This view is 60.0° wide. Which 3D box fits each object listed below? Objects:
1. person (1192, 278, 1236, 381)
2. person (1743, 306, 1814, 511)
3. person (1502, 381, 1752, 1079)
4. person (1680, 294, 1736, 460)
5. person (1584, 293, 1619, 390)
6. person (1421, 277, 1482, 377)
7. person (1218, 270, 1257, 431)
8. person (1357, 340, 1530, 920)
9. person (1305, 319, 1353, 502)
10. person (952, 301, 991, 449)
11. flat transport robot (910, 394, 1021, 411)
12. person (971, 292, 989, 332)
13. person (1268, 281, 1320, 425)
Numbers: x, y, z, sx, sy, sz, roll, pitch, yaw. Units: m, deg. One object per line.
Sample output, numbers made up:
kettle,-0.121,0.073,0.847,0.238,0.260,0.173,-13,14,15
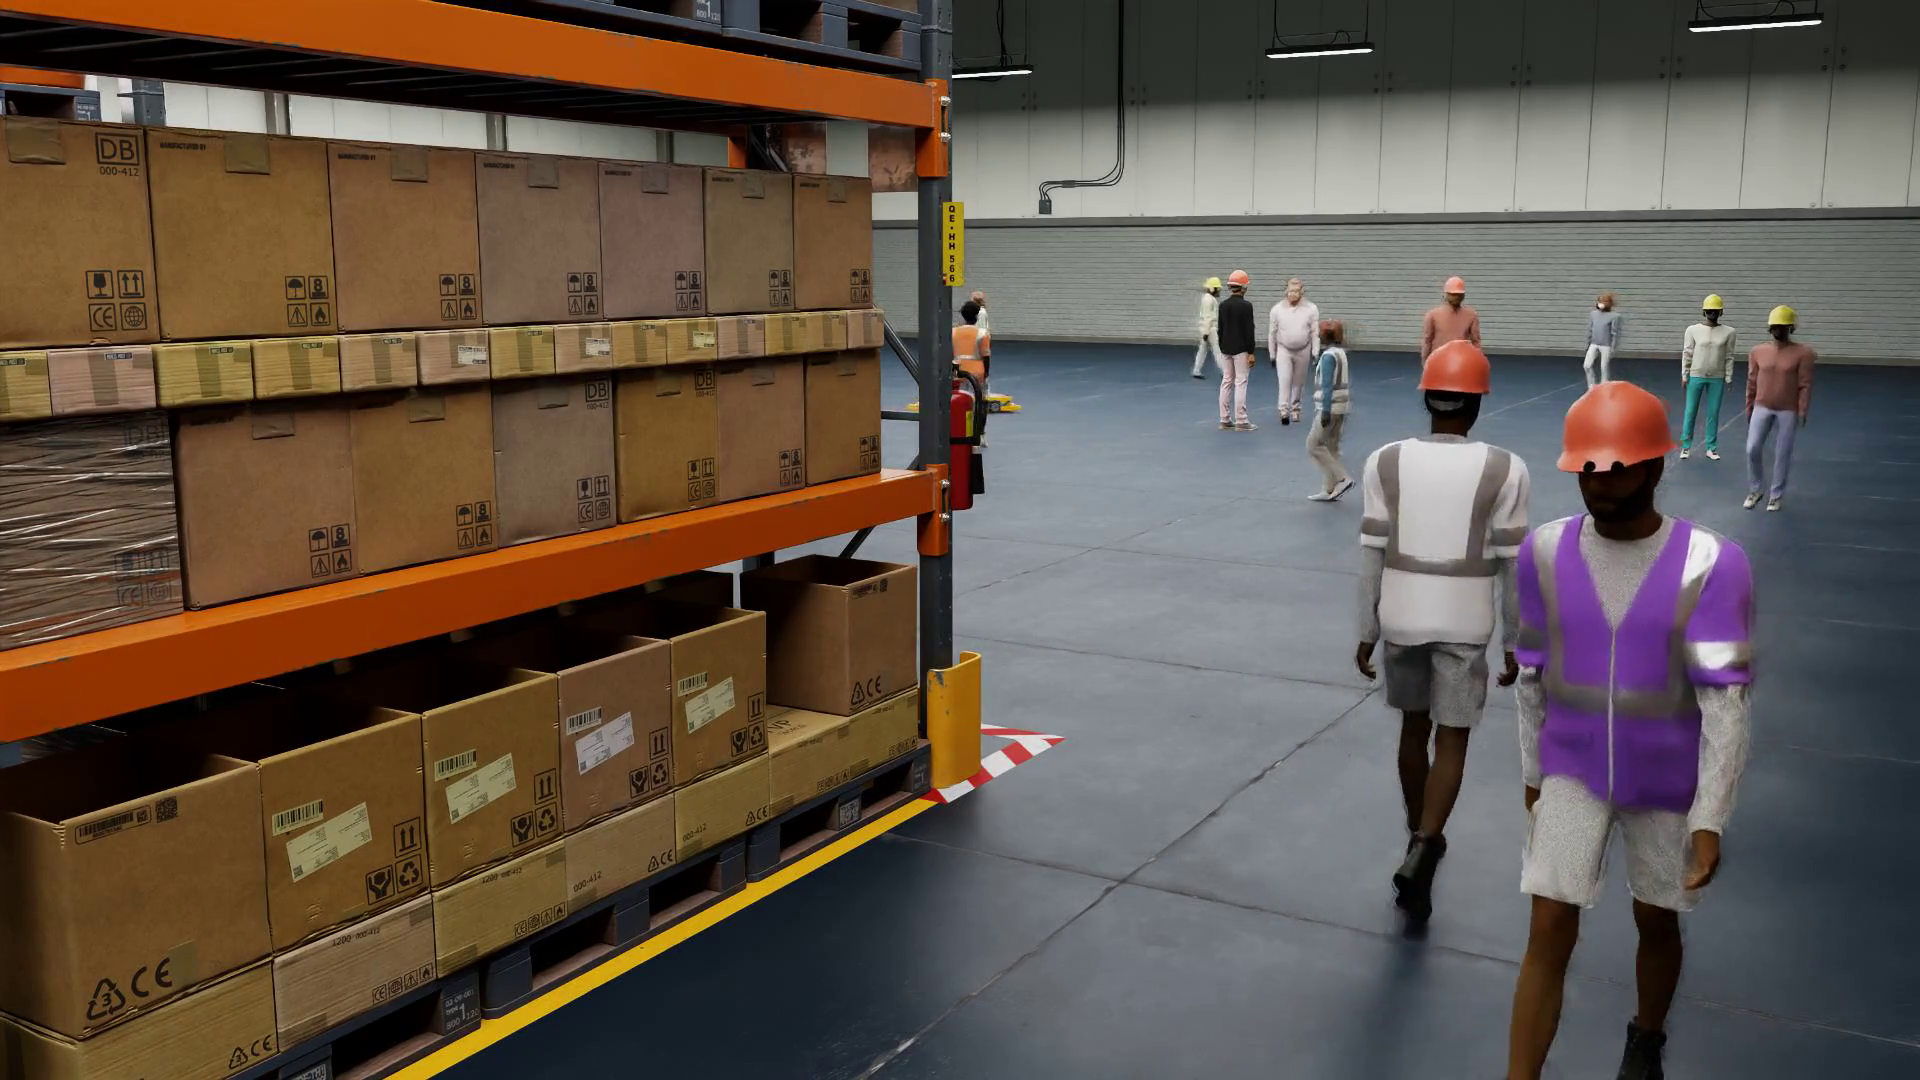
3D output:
person,4.474,-3.660,28.976,0.883,1.787,0.609,1,10,7
person,6.951,-1.108,14.151,0.522,1.754,0.441,7,12,35
person,1.543,0.573,3.930,0.556,1.880,0.969,6,12,33
person,8.011,-1.740,17.828,0.523,1.769,0.315,2,10,13
person,9.669,-2.919,25.139,0.469,1.614,0.536,-8,12,-38
person,5.585,-2.008,18.916,0.633,1.942,1.062,0,10,1
person,3.466,-2.359,20.779,0.375,1.998,0.611,-6,12,-33
person,1.591,0.289,5.578,0.555,1.908,0.900,5,11,27
person,3.248,-1.134,14.670,0.363,1.624,0.539,4,11,24
person,0.121,-1.831,18.624,0.537,1.681,0.499,3,10,19
flat transport robot,0.075,-1.916,23.230,1.431,0.197,0.652,-3,10,-19
person,0.286,-2.957,25.329,0.310,1.638,0.523,-2,10,-9
person,4.337,-2.427,21.598,0.640,1.855,0.999,1,10,5
